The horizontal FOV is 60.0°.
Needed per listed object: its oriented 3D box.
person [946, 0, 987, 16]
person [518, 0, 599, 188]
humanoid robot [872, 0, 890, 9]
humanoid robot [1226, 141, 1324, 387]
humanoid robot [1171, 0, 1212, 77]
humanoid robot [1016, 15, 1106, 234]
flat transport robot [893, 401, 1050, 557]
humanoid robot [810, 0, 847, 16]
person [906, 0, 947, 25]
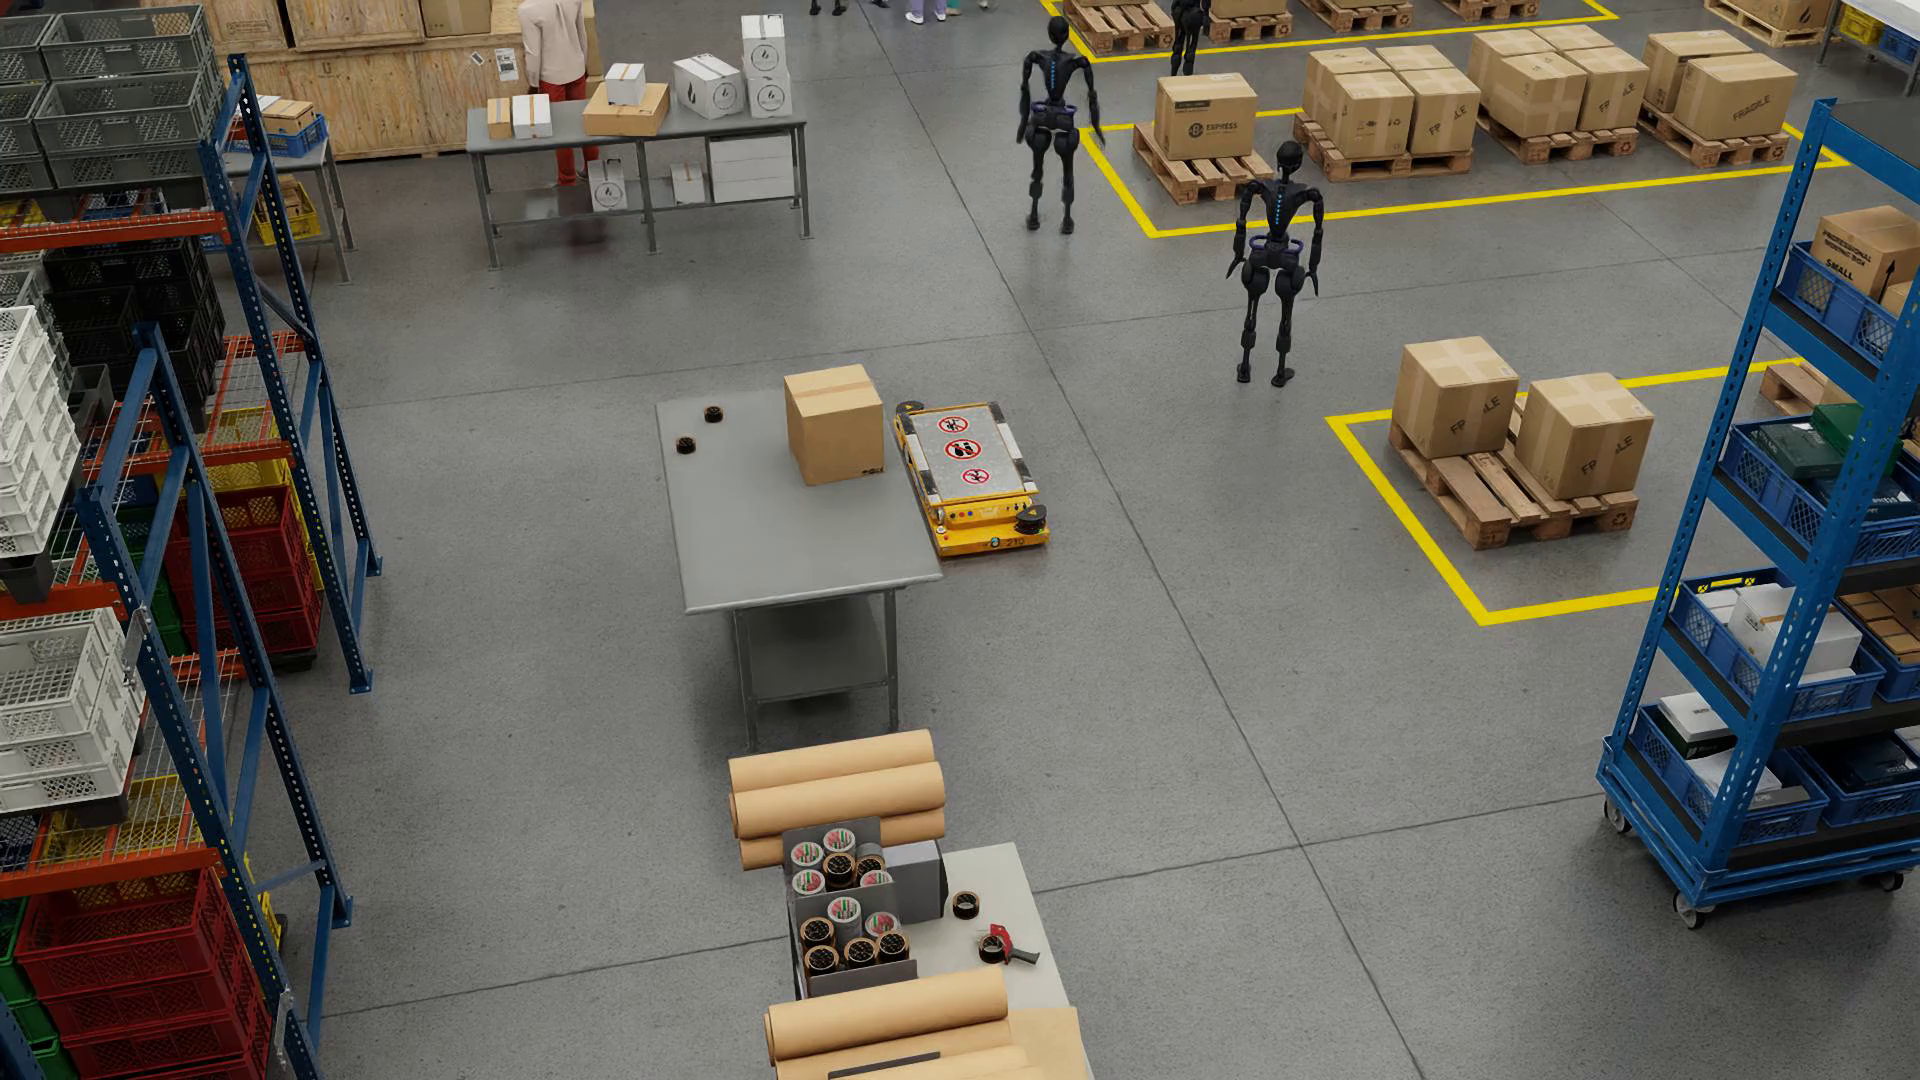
[{"bbox_3d":[-0.032,-6.105,16.549,0.614,1.729,0.356,-22,42,-27],"label":"person"},{"bbox_3d":[-3.155,-3.671,13.042,0.379,1.995,0.608,25,43,30],"label":"person"},{"bbox_3d":[-0.959,-6.221,16.744,0.603,1.642,0.496,-23,42,-28],"label":"humanoid robot"},{"bbox_3d":[2.034,-1.788,10.765,0.612,1.657,0.318,11,38,14],"label":"humanoid robot"},{"bbox_3d":[2.057,-4.759,14.758,0.323,1.657,0.596,-12,38,-16],"label":"humanoid robot"},{"bbox_3d":[0.769,-3.139,12.583,0.704,1.645,0.381,9,38,12],"label":"humanoid robot"},{"bbox_3d":[0.046,-0.430,10.108,0.652,0.197,1.431,-8,37,-10],"label":"flat transport robot"},{"bbox_3d":[-1.358,-6.081,16.543,0.573,1.653,0.324,4,37,6],"label":"humanoid robot"},{"bbox_3d":[-0.343,-6.028,16.273,0.584,1.920,0.370,-12,38,-15],"label":"person"}]
